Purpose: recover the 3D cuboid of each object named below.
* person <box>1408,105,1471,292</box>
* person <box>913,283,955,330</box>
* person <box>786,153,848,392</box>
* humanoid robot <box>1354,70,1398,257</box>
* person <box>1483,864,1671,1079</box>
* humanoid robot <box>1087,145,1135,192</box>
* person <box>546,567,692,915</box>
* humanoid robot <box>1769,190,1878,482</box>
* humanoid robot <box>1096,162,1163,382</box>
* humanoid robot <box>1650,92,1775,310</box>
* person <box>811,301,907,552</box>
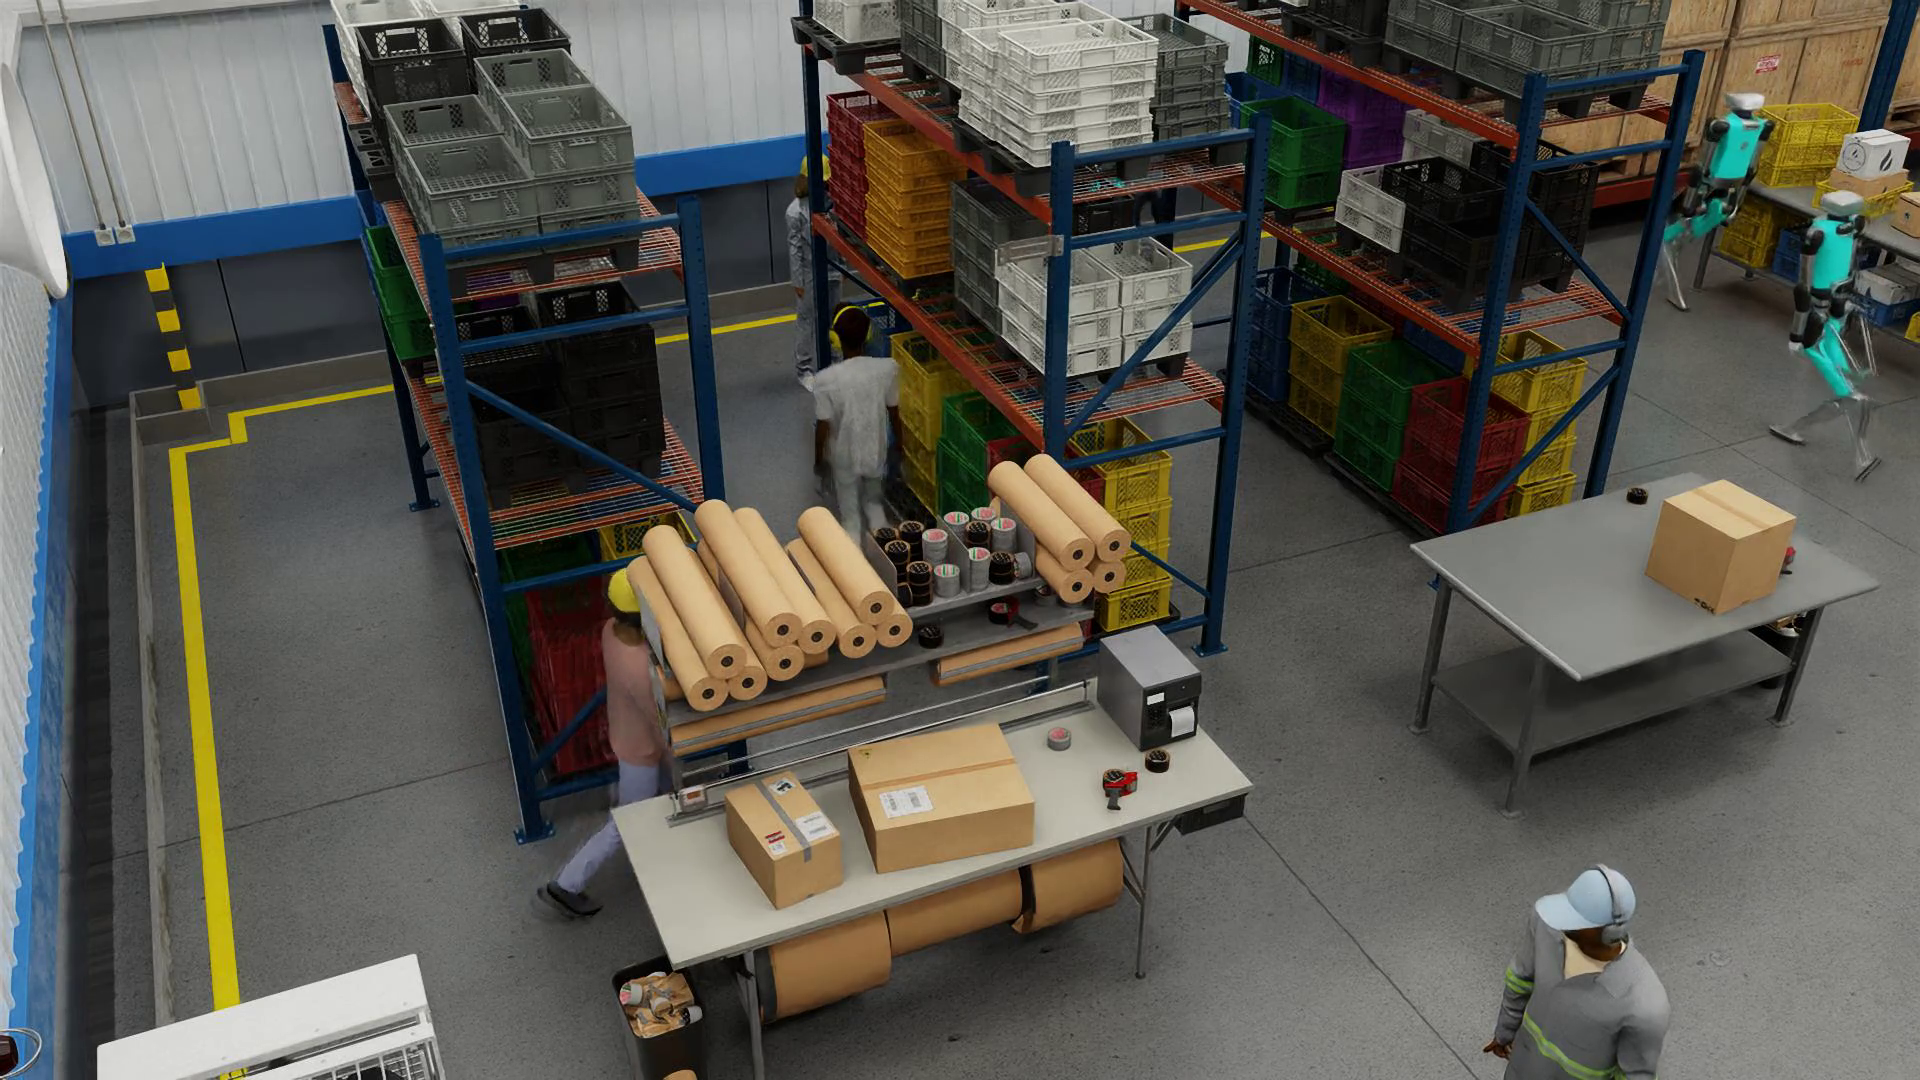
[{"bbox_3d":[3.528,-2.276,12.165,0.504,1.845,0.346,27,41,37],"label":"person"},{"bbox_3d":[-0.122,-1.904,11.565,0.562,1.838,0.400,-25,40,-35],"label":"person"},{"bbox_3d":[-0.975,-1.869,11.608,0.329,1.733,0.478,27,41,37],"label":"person"},{"bbox_3d":[3.585,-3.186,13.765,0.946,1.774,0.552,-21,37,-30],"label":"humanoid robot"},{"bbox_3d":[1.977,1.796,5.545,0.393,1.849,0.596,-13,34,-20],"label":"person"},{"bbox_3d":[1.210,-2.905,13.160,0.533,1.677,0.735,-6,32,-10],"label":"humanoid robot"},{"bbox_3d":[-1.426,0.873,7.158,0.851,1.733,0.523,-11,33,-17],"label":"person"},{"bbox_3d":[5.729,-1.261,10.644,0.558,1.796,0.940,-18,36,-26],"label":"humanoid robot"},{"bbox_3d":[1.172,-1.966,11.842,0.602,1.624,0.714,-11,33,-17],"label":"humanoid robot"},{"bbox_3d":[5.697,-2.648,12.939,0.559,1.847,0.859,-8,32,-12],"label":"humanoid robot"},{"bbox_3d":[-0.570,-0.445,9.173,0.540,1.862,0.411,-12,34,-19],"label":"person"}]
